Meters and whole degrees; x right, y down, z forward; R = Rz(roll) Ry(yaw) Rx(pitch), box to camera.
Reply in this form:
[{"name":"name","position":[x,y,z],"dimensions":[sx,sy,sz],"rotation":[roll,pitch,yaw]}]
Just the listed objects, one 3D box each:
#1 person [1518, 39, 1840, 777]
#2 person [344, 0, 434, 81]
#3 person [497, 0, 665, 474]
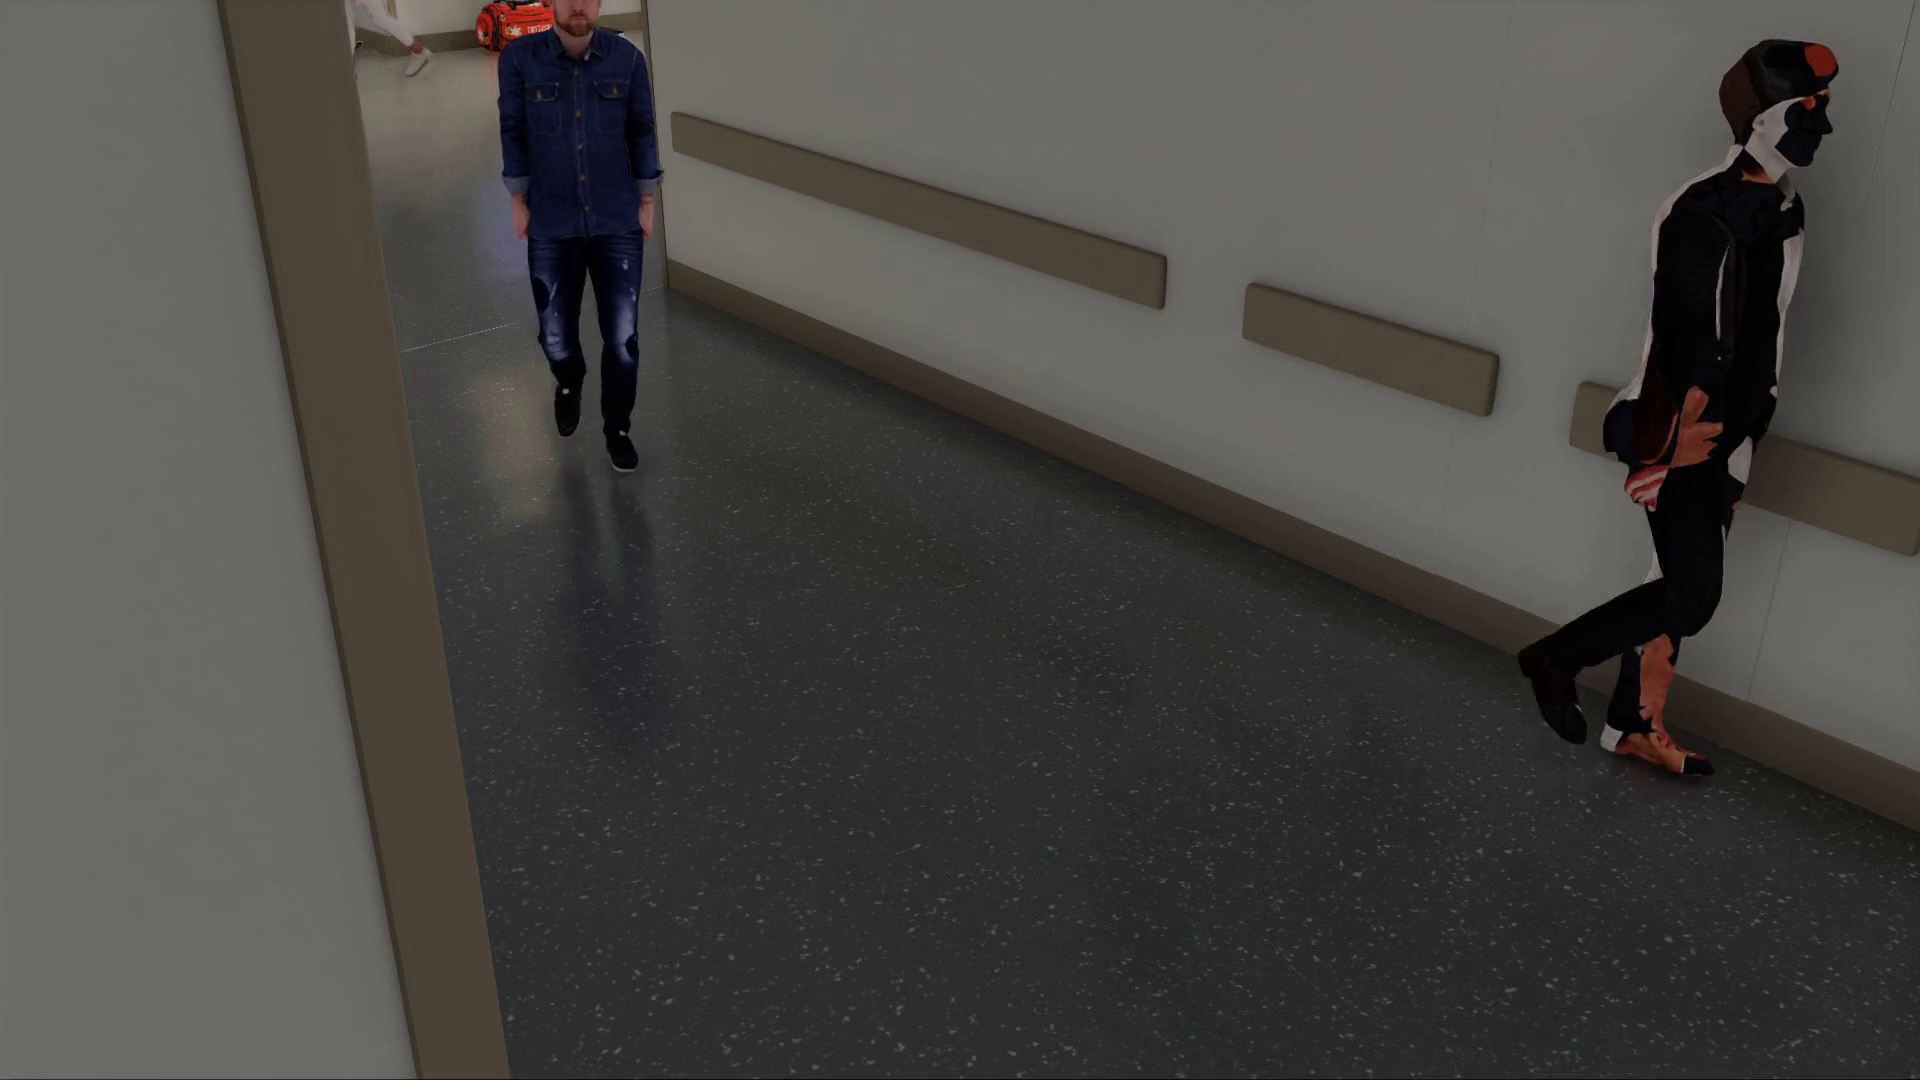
[{"name":"person","position":[1.735,-0.275,4.124],"dimensions":[0.695,1.882,0.781],"rotation":[-22,33,-38]},{"name":"person","position":[-4.609,-4.430,12.981],"dimensions":[1.117,1.673,0.688],"rotation":[-16,30,-30]},{"name":"person","position":[-1.373,-1.154,6.026],"dimensions":[0.831,1.813,0.918],"rotation":[-7,27,-15]}]
